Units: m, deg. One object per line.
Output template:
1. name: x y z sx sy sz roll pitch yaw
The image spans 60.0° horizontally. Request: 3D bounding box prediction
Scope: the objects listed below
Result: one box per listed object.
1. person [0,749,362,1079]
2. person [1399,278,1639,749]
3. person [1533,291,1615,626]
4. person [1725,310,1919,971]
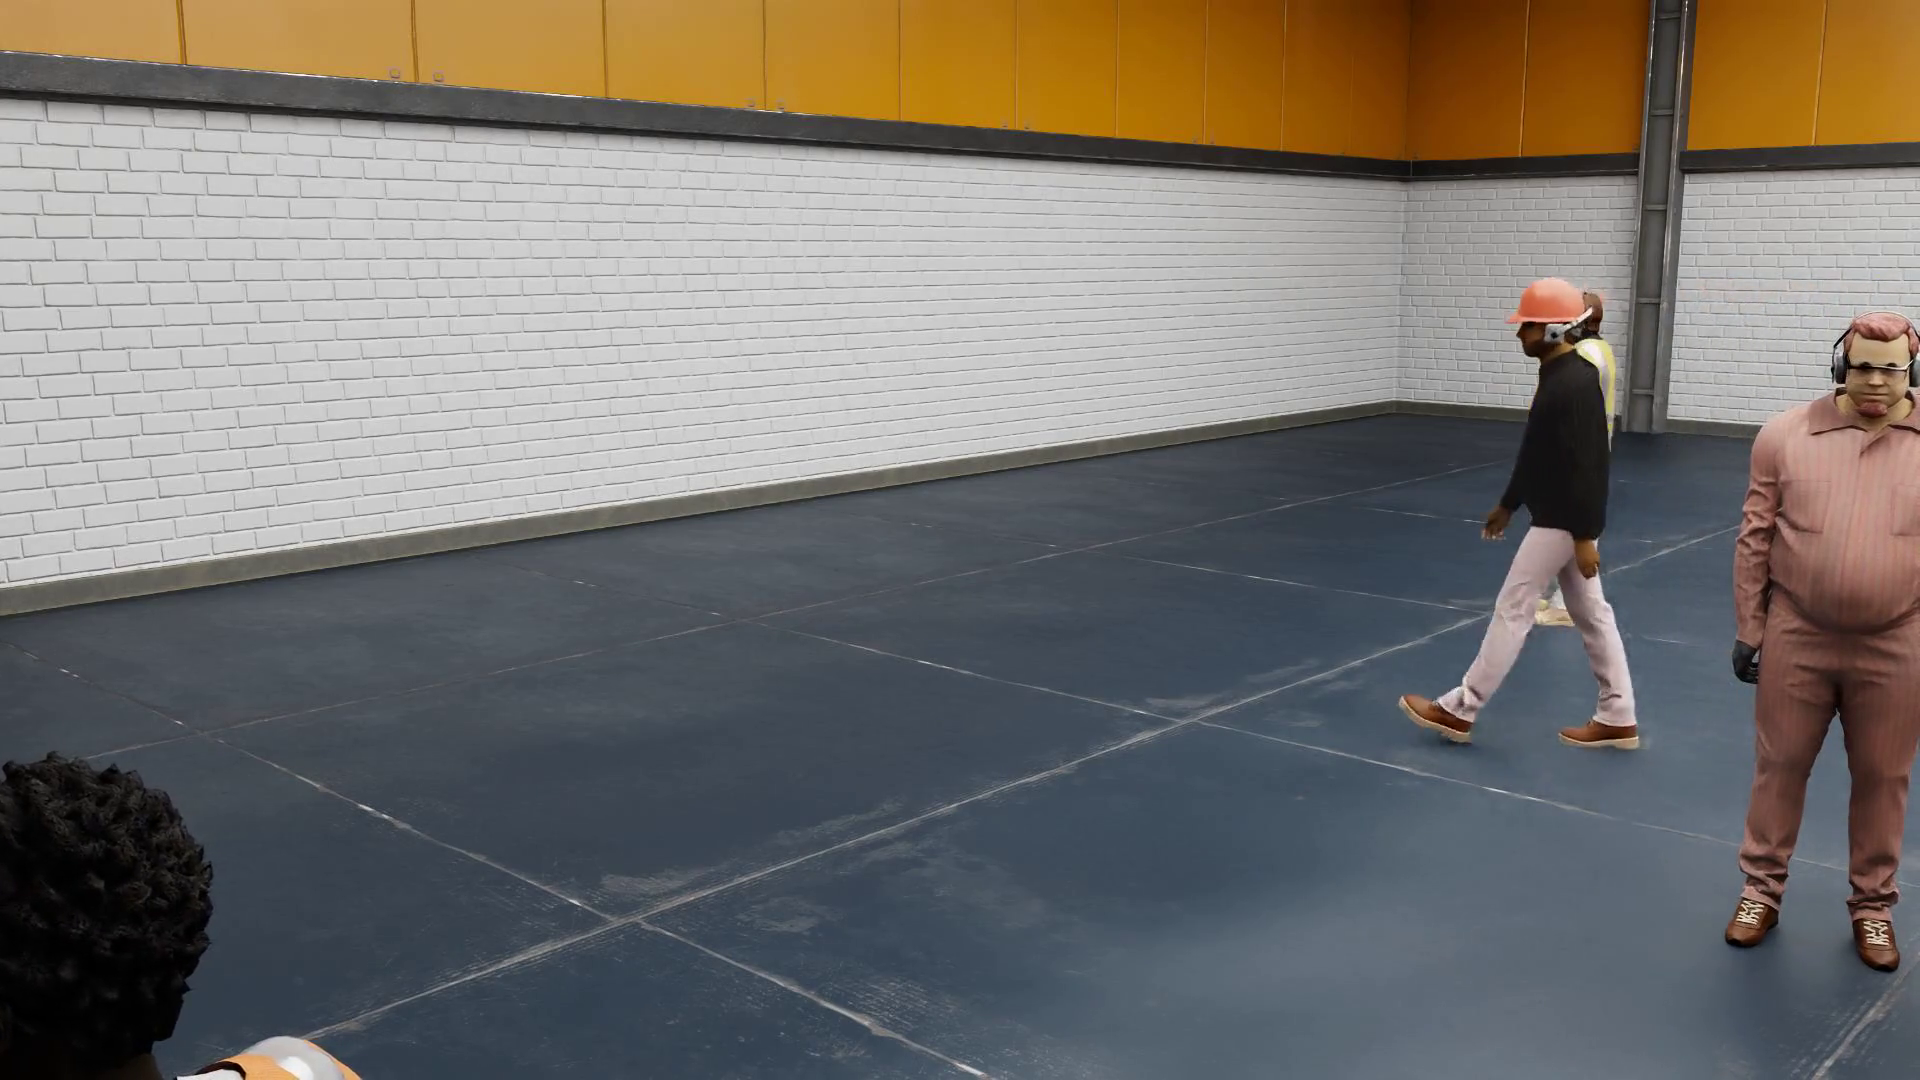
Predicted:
1. person: -0.655 1.002 1.374 0.317 1.693 0.535 3 10 17
2. person: 2.389 -0.096 6.888 0.997 1.943 0.625 4 11 20
3. person: 3.366 -0.447 9.192 0.429 1.844 0.627 5 11 25
4. person: 2.582 0.289 4.836 0.638 1.903 0.409 5 11 28
